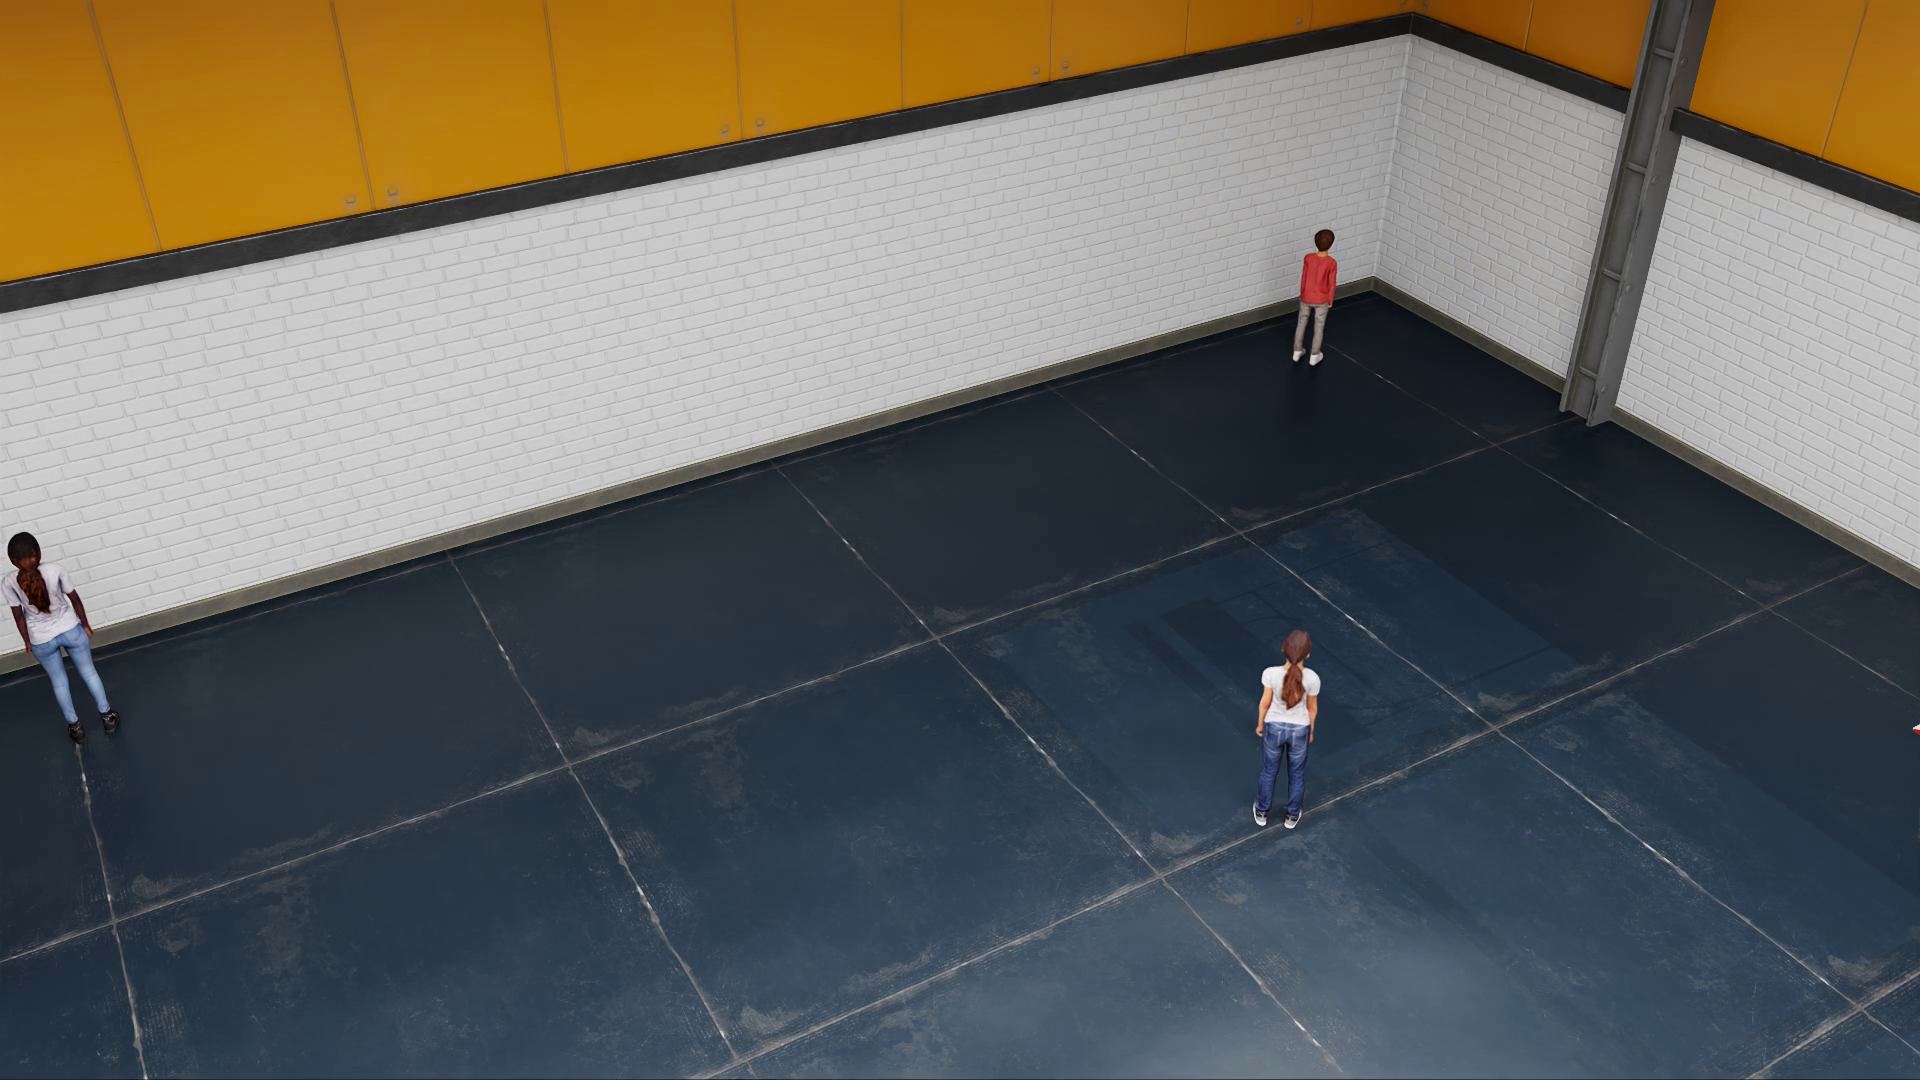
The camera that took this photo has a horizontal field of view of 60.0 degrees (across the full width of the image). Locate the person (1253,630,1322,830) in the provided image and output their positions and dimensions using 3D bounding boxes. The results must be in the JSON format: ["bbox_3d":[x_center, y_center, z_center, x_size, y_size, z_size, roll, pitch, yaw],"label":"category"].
[{"bbox_3d":[2.154,1.239,10.951,0.628,1.562,0.687,8,34,12],"label":"person"}]

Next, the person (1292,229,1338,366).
[{"bbox_3d":[3.544,-2.435,16.611,0.550,1.415,0.639,16,37,22],"label":"person"}]

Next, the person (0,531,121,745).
[{"bbox_3d":[-6.330,0.674,11.660,0.586,1.719,0.517,-19,38,-26],"label":"person"}]
